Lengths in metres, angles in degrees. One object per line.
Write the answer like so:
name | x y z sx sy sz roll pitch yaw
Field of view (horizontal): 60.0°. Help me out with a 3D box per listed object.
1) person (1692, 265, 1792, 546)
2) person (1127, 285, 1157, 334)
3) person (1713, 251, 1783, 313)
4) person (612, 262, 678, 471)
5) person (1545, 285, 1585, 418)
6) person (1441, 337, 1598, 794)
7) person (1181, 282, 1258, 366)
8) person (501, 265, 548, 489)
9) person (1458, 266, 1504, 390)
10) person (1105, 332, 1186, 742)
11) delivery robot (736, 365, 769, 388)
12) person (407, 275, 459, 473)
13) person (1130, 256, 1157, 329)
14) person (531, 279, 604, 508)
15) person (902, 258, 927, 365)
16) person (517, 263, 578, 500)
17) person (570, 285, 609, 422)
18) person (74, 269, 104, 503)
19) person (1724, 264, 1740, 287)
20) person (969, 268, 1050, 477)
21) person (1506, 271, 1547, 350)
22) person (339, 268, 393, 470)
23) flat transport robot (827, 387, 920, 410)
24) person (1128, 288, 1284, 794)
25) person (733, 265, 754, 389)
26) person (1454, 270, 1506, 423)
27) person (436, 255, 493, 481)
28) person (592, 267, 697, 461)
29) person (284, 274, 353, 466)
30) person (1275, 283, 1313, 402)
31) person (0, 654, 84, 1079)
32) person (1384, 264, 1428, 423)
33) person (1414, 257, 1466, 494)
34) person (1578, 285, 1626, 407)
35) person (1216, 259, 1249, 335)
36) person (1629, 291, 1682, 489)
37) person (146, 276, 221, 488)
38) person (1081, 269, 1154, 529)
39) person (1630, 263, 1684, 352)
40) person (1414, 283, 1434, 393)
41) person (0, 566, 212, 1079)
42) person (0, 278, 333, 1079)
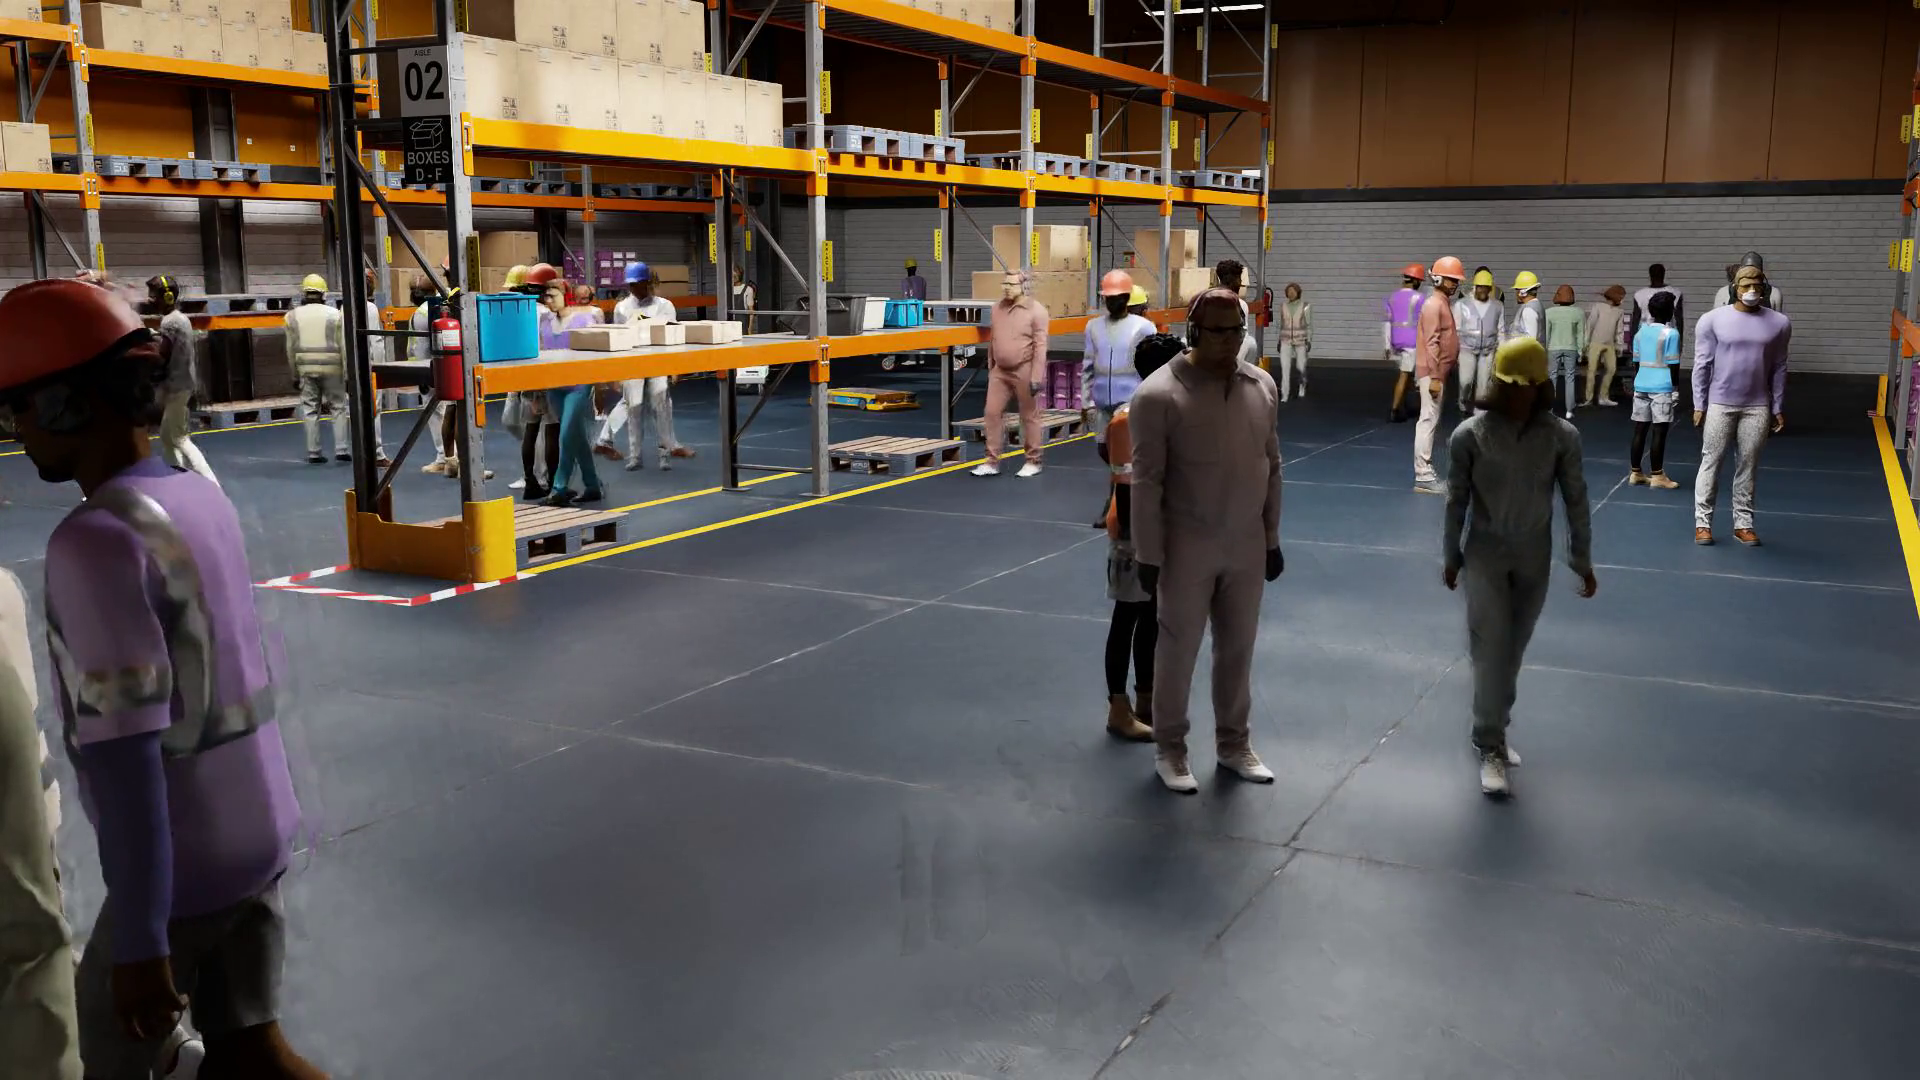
person | 5.388 -0.922 11.511 0.628 1.940 0.373 1 10 8
person | 1.500 -1.312 14.294 0.390 1.740 0.538 -6 11 -30
person | 8.476 -2.085 17.943 0.684 2.000 0.538 3 10 19
person | -2.927 -1.599 15.471 0.642 1.929 0.401 1 10 8
person | 7.375 -2.302 20.372 0.507 1.636 0.275 2 10 13
person | 2.122 0.089 6.318 0.509 1.696 0.805 0 10 -1
person | 1.564 -0.663 10.274 0.520 1.851 0.599 0 10 2
person | -3.723 -1.392 14.287 0.418 1.913 0.602 -6 12 -32
person | 7.198 -2.870 23.065 0.635 1.842 0.429 1 10 7
person | 0.801 -0.024 6.997 0.321 1.699 0.535 8 12 37
delivery robot | -3.071 -2.373 23.636 0.707 0.478 0.477 -1 10 -5
person | -4.885 -1.532 15.393 0.433 1.826 0.635 0 10 1
person | 2.574 -3.125 24.099 0.619 1.992 0.396 0 10 3
person | -3.206 -1.165 13.277 0.582 1.802 0.881 6 11 31
person | -0.852 -4.112 30.026 0.383 1.922 0.587 9 13 41
person | -3.401 -1.285 13.612 0.552 1.935 0.374 5 11 28
person | -4.480 -2.236 19.976 0.515 1.641 0.314 2 10 14
person | -7.011 -1.239 13.481 0.658 1.883 0.687 -9 13 -41
person | 10.920 -2.926 23.312 0.687 1.868 0.451 0 10 1
person | 0.429 -1.470 14.858 0.686 1.875 0.852 7 12 36
person | 5.933 -1.896 17.462 0.404 1.829 0.591 4 11 23
person | -5.545 -1.593 15.554 0.575 1.883 0.355 8 13 39
flat transport robot | -1.244 -1.857 21.745 0.652 0.197 1.431 -9 14 -43
person | 0.947 0.006 6.277 0.652 1.896 0.402 -5 11 -26
person | -3.317 -3.180 24.873 0.505 1.839 0.344 4 11 23
person | 6.010 -2.209 19.285 0.614 1.822 0.413 1 10 5
person | -4.457 -1.548 14.852 0.393 2.036 0.605 -8 13 -39
person | -3.129 -1.703 16.182 0.978 1.894 0.617 0 10 1
person | -6.055 -1.596 15.773 0.602 1.818 0.413 -1 10 -3
person | 4.570 -2.702 22.715 0.516 1.622 0.657 4 10 21
person | -1.298 0.724 1.821 0.622 1.990 0.388 -1 10 -4
person | 5.438 -2.353 19.955 0.889 1.887 0.545 -7 12 -34
person | 4.057 -1.397 14.114 0.392 1.988 0.608 4 11 21
person | 8.447 -2.548 21.884 0.609 1.610 0.305 -2 10 -12
person | 2.472 -1.638 15.577 0.362 1.961 0.613 -8 13 -38
person | 5.996 -1.285 14.308 0.318 1.699 0.535 -3 10 -17
person | -6.316 -1.197 13.414 0.636 1.843 0.517 -3 10 -15
person | 1.197 -1.073 12.472 0.556 1.913 0.848 5 11 27
person | 8.961 -2.609 21.384 0.636 1.897 0.665 4 10 21
person | 6.810 -3.036 24.005 0.442 1.852 0.621 4 11 23
person | -1.985 0.620 3.488 0.644 1.617 0.520 0 10 0
person | -1.323 0.548 2.894 0.890 1.989 0.693 -1 10 -8
